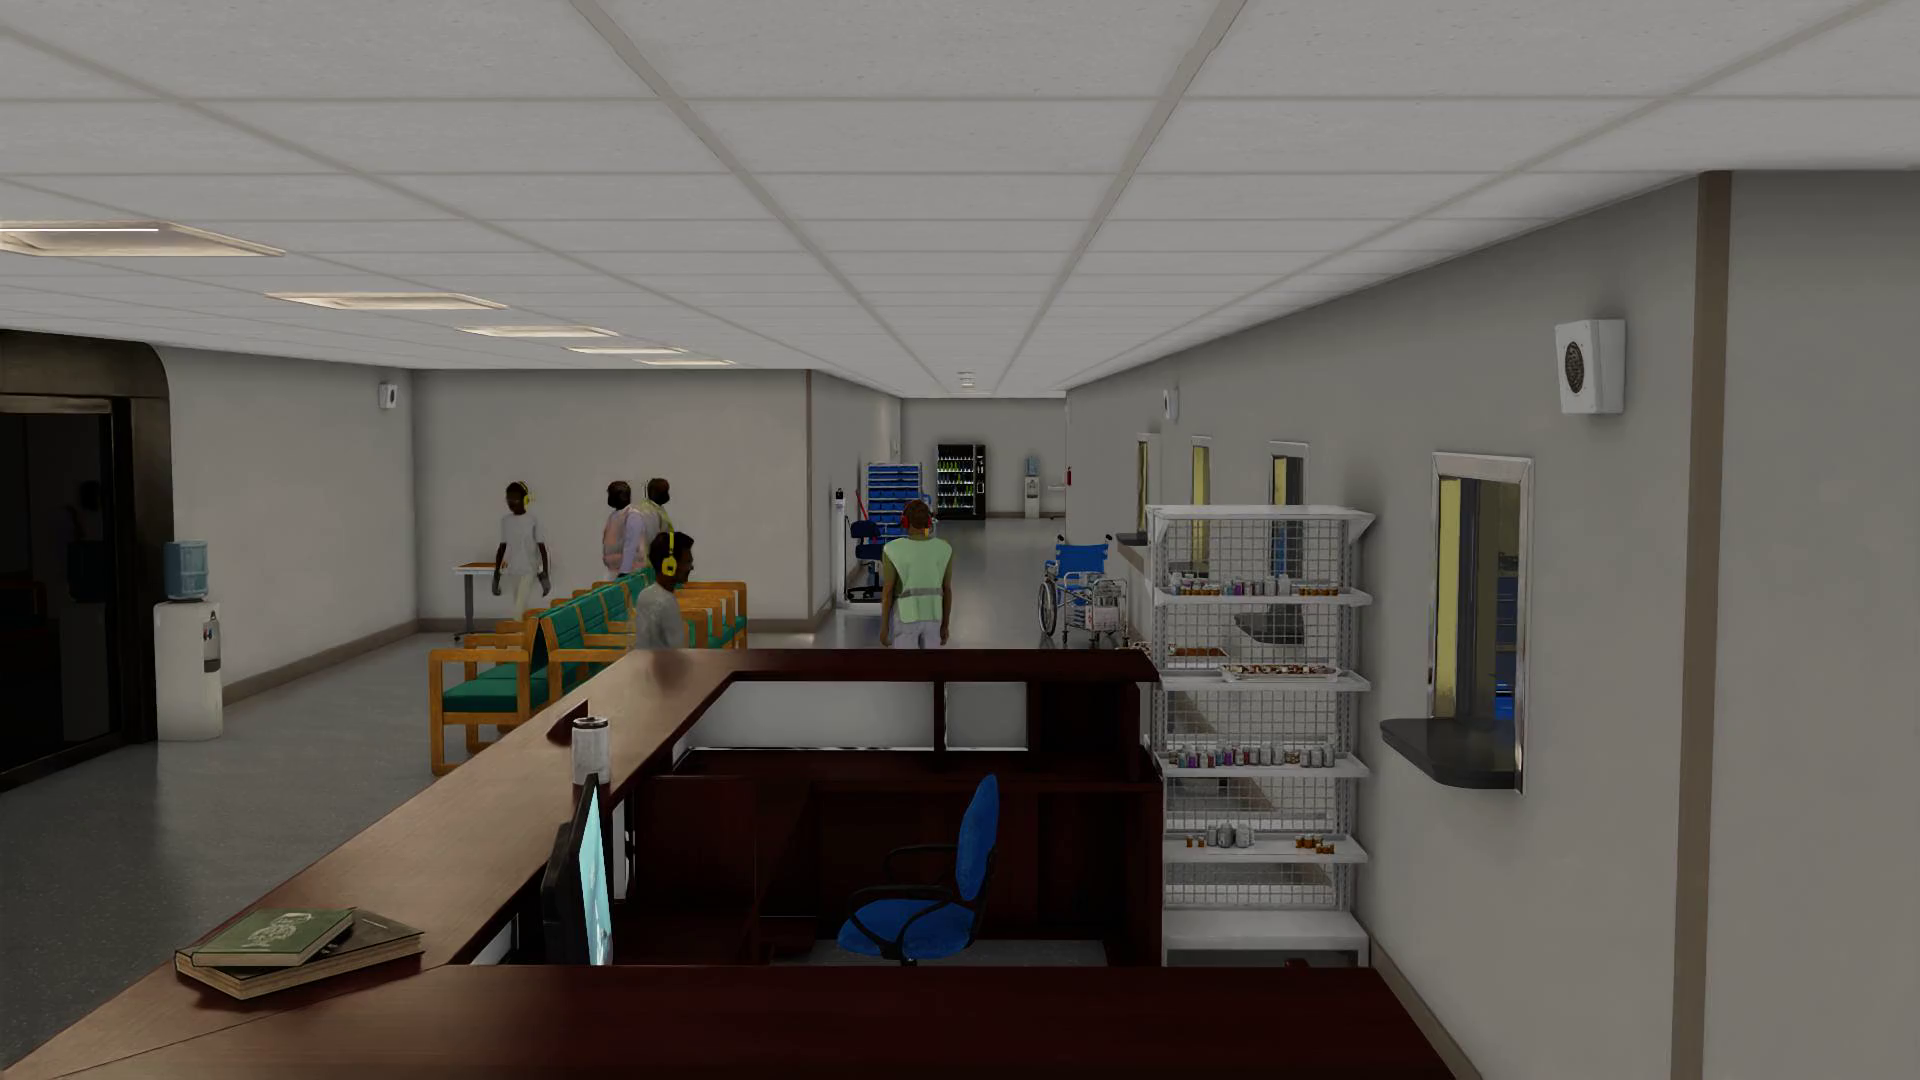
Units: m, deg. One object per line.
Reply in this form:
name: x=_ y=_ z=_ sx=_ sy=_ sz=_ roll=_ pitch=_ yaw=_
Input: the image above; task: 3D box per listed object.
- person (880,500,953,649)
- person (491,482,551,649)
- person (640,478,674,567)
person: x=-0.315 y=0.623 z=12.357 sx=0.560 sy=1.840 sz=0.400 roll=-2 pitch=5 yaw=-27
person: x=-4.260 y=0.366 z=15.917 sx=0.567 sy=1.836 sz=0.746 roll=2 pitch=4 yaw=24
person: x=-3.269 y=0.237 z=17.901 sx=0.437 sy=1.820 sz=0.647 roll=-1 pitch=4 yaw=-9
